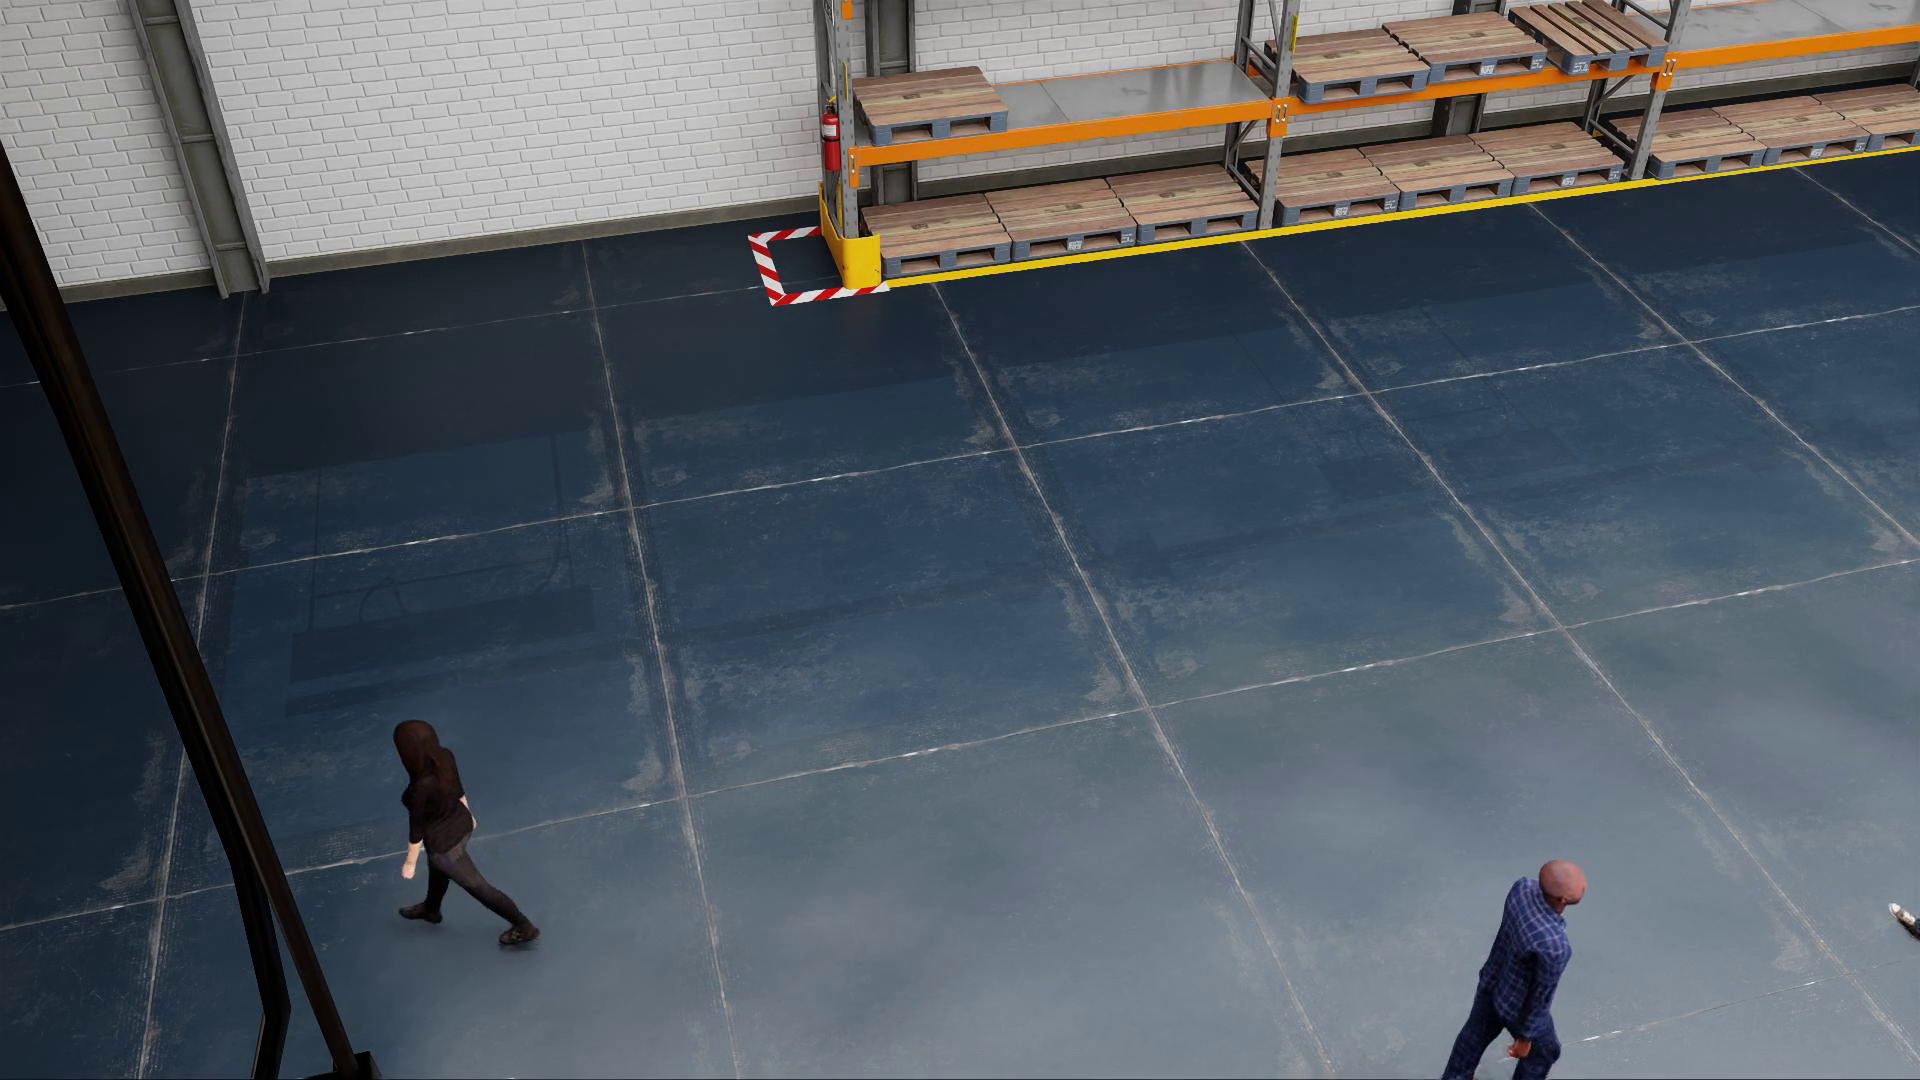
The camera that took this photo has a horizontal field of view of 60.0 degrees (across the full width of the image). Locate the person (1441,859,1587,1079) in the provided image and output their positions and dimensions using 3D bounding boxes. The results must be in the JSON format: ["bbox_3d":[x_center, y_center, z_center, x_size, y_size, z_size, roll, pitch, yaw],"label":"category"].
[{"bbox_3d":[2.588,2.174,7.952,0.908,1.796,0.760,-6,39,-7],"label":"person"}]

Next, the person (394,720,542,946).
[{"bbox_3d":[-2.632,1.604,8.819,1.146,1.605,0.849,4,39,5],"label":"person"}]
